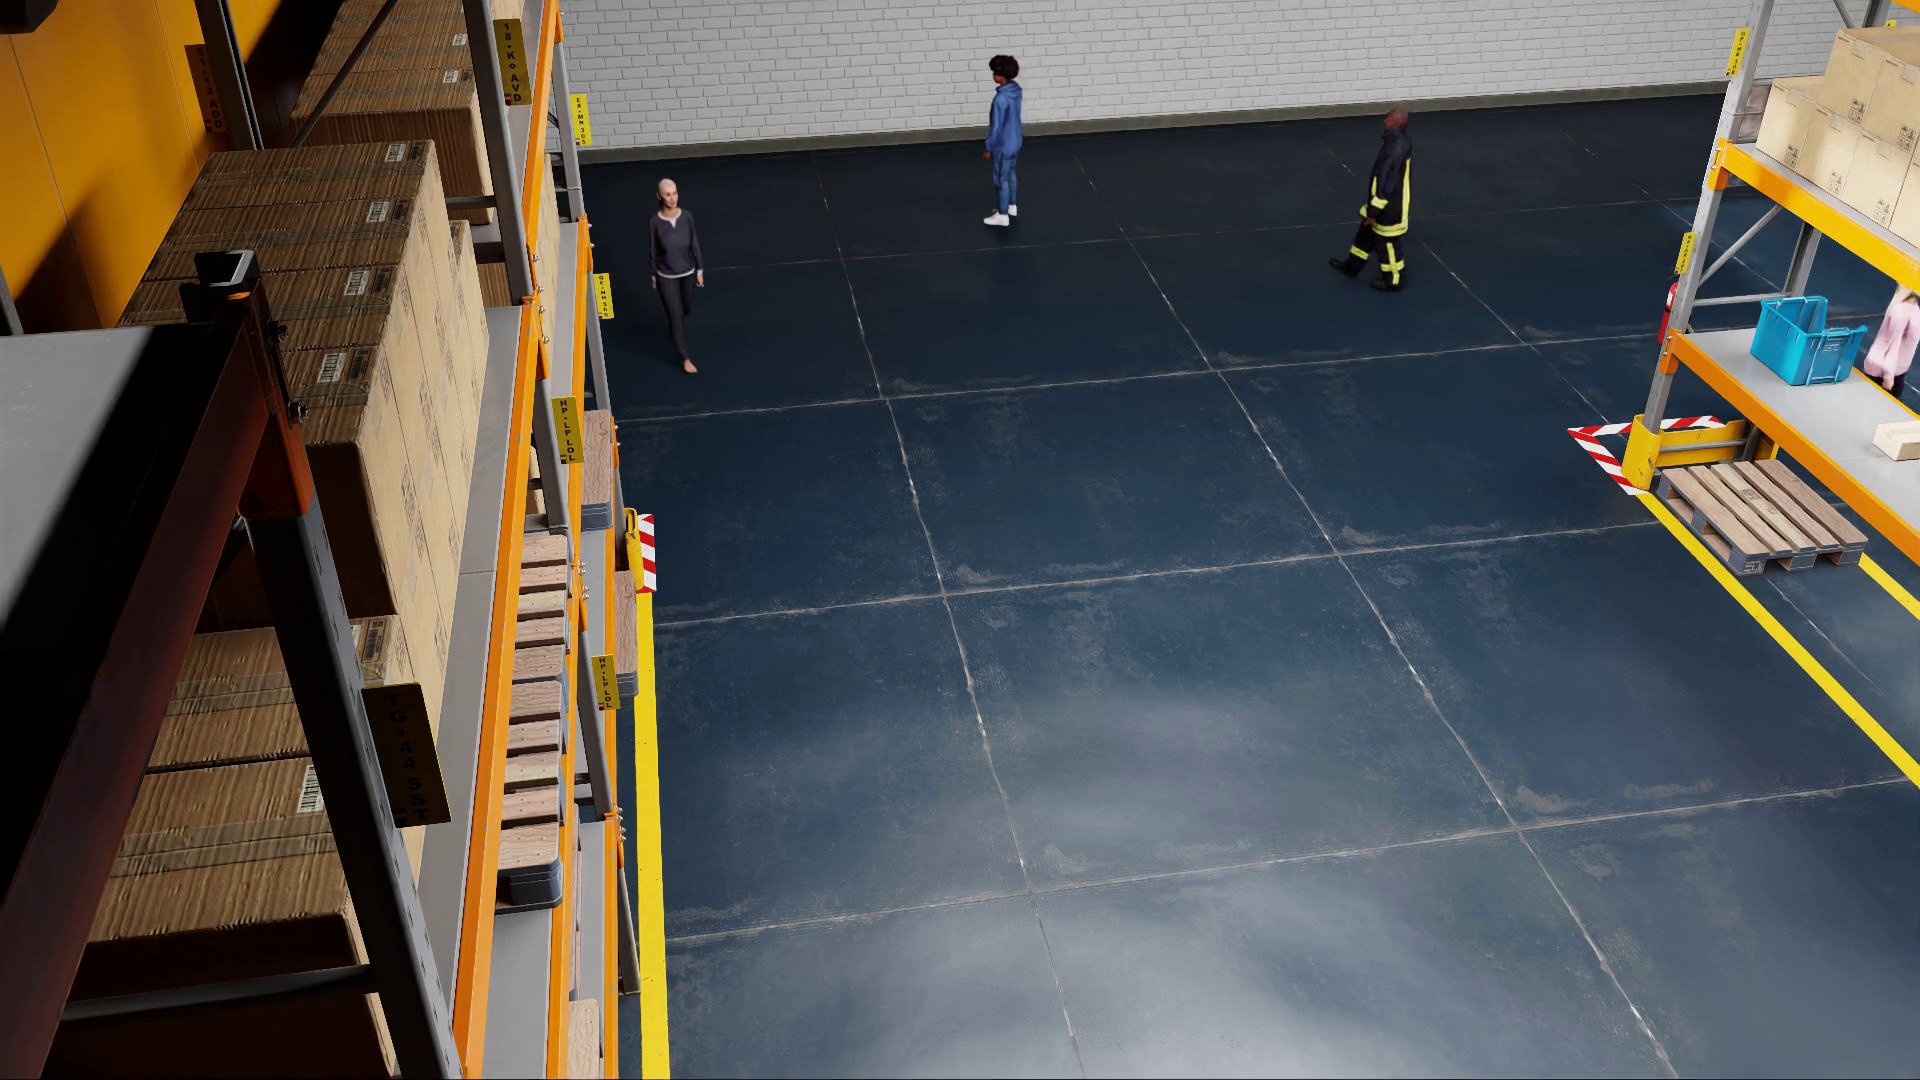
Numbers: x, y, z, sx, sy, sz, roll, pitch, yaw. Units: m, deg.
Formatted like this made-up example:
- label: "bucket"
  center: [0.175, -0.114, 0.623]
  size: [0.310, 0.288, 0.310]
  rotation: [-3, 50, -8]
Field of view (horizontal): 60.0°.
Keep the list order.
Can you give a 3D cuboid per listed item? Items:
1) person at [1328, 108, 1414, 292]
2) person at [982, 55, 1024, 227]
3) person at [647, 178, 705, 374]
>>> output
- label: "person"
  center: [4.169, -3.235, 15.895]
  size: [1.107, 1.800, 1.116]
  rotation: [12, 35, 17]
- label: "person"
  center: [0.512, -4.133, 17.248]
  size: [0.874, 1.798, 0.774]
  rotation: [15, 36, 21]
- label: "person"
  center: [-2.542, -2.395, 14.723]
  size: [0.845, 1.699, 1.128]
  rotation: [-18, 37, -24]
